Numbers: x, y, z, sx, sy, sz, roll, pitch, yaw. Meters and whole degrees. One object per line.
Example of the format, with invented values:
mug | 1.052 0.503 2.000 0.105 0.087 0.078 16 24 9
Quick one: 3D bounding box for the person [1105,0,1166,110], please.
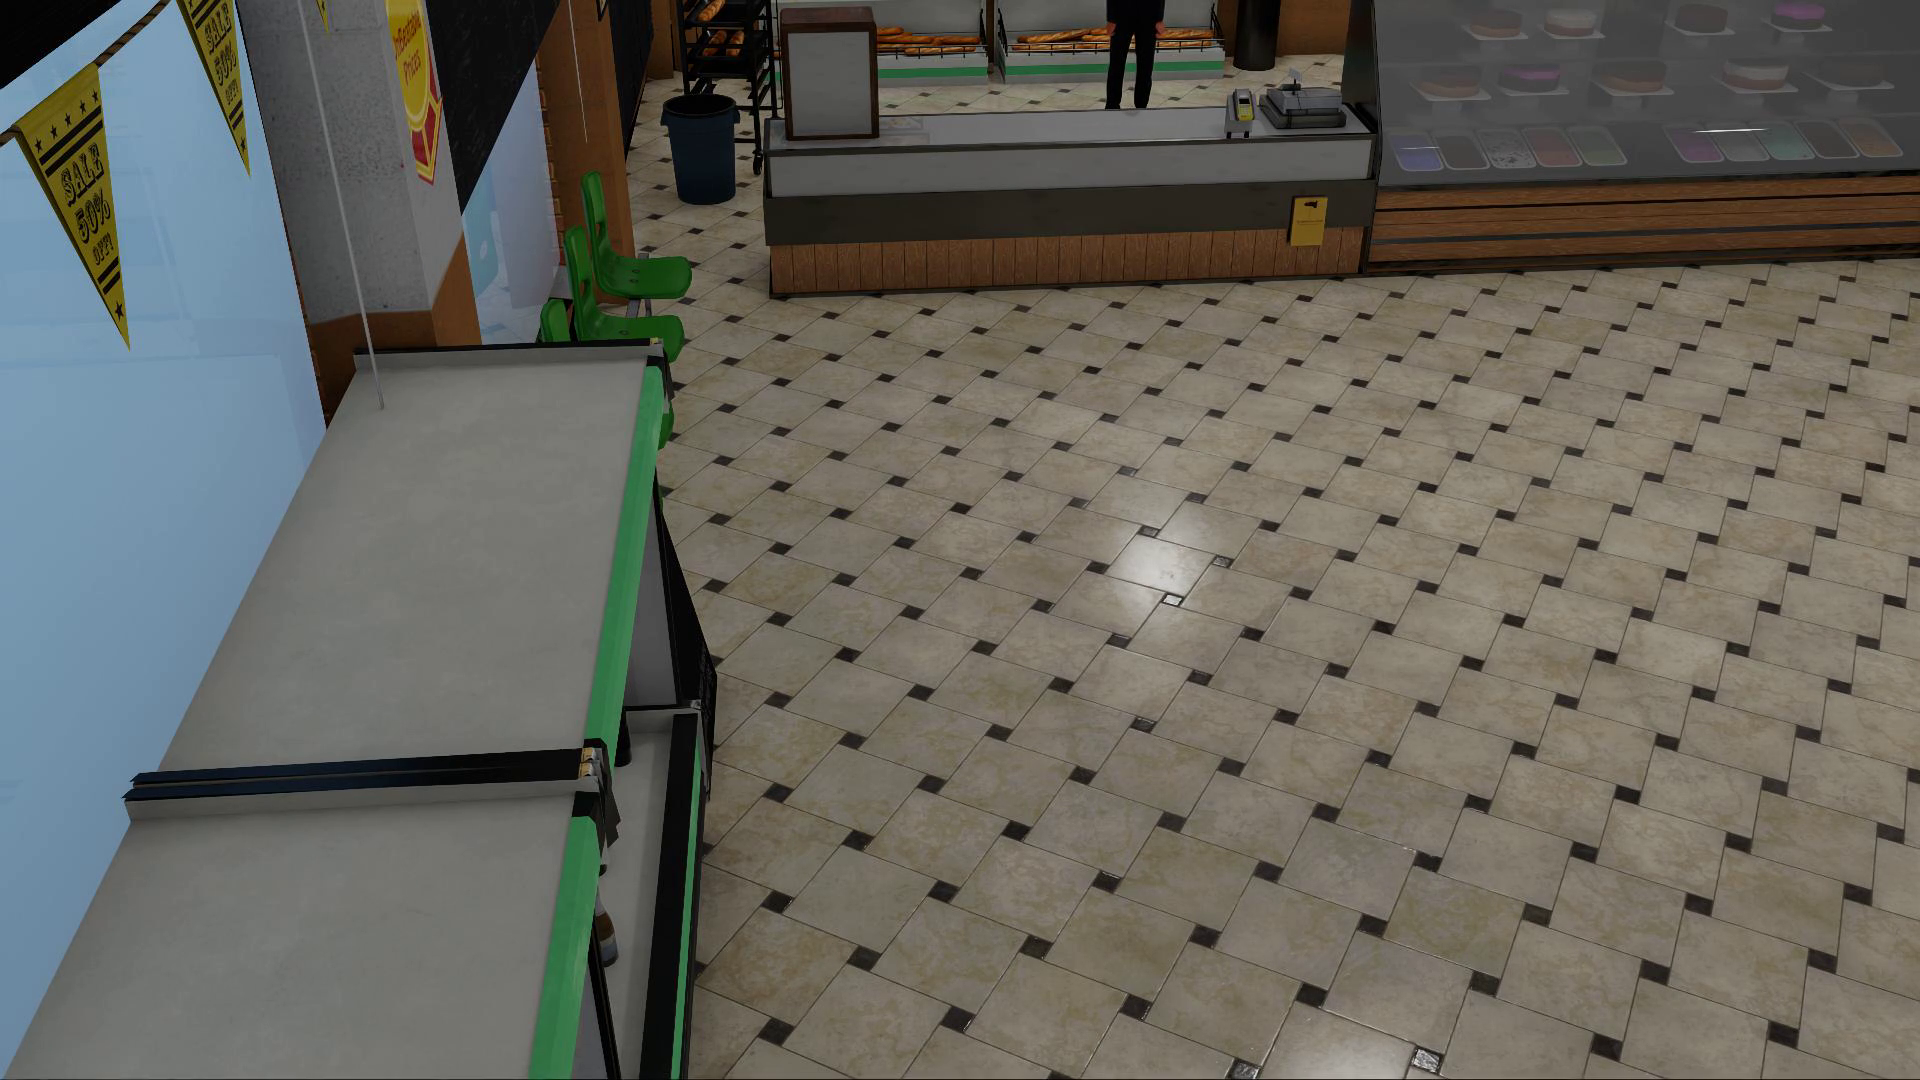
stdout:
person | 1.424 -4.244 13.475 0.622 1.867 0.564 -2 32 -4
